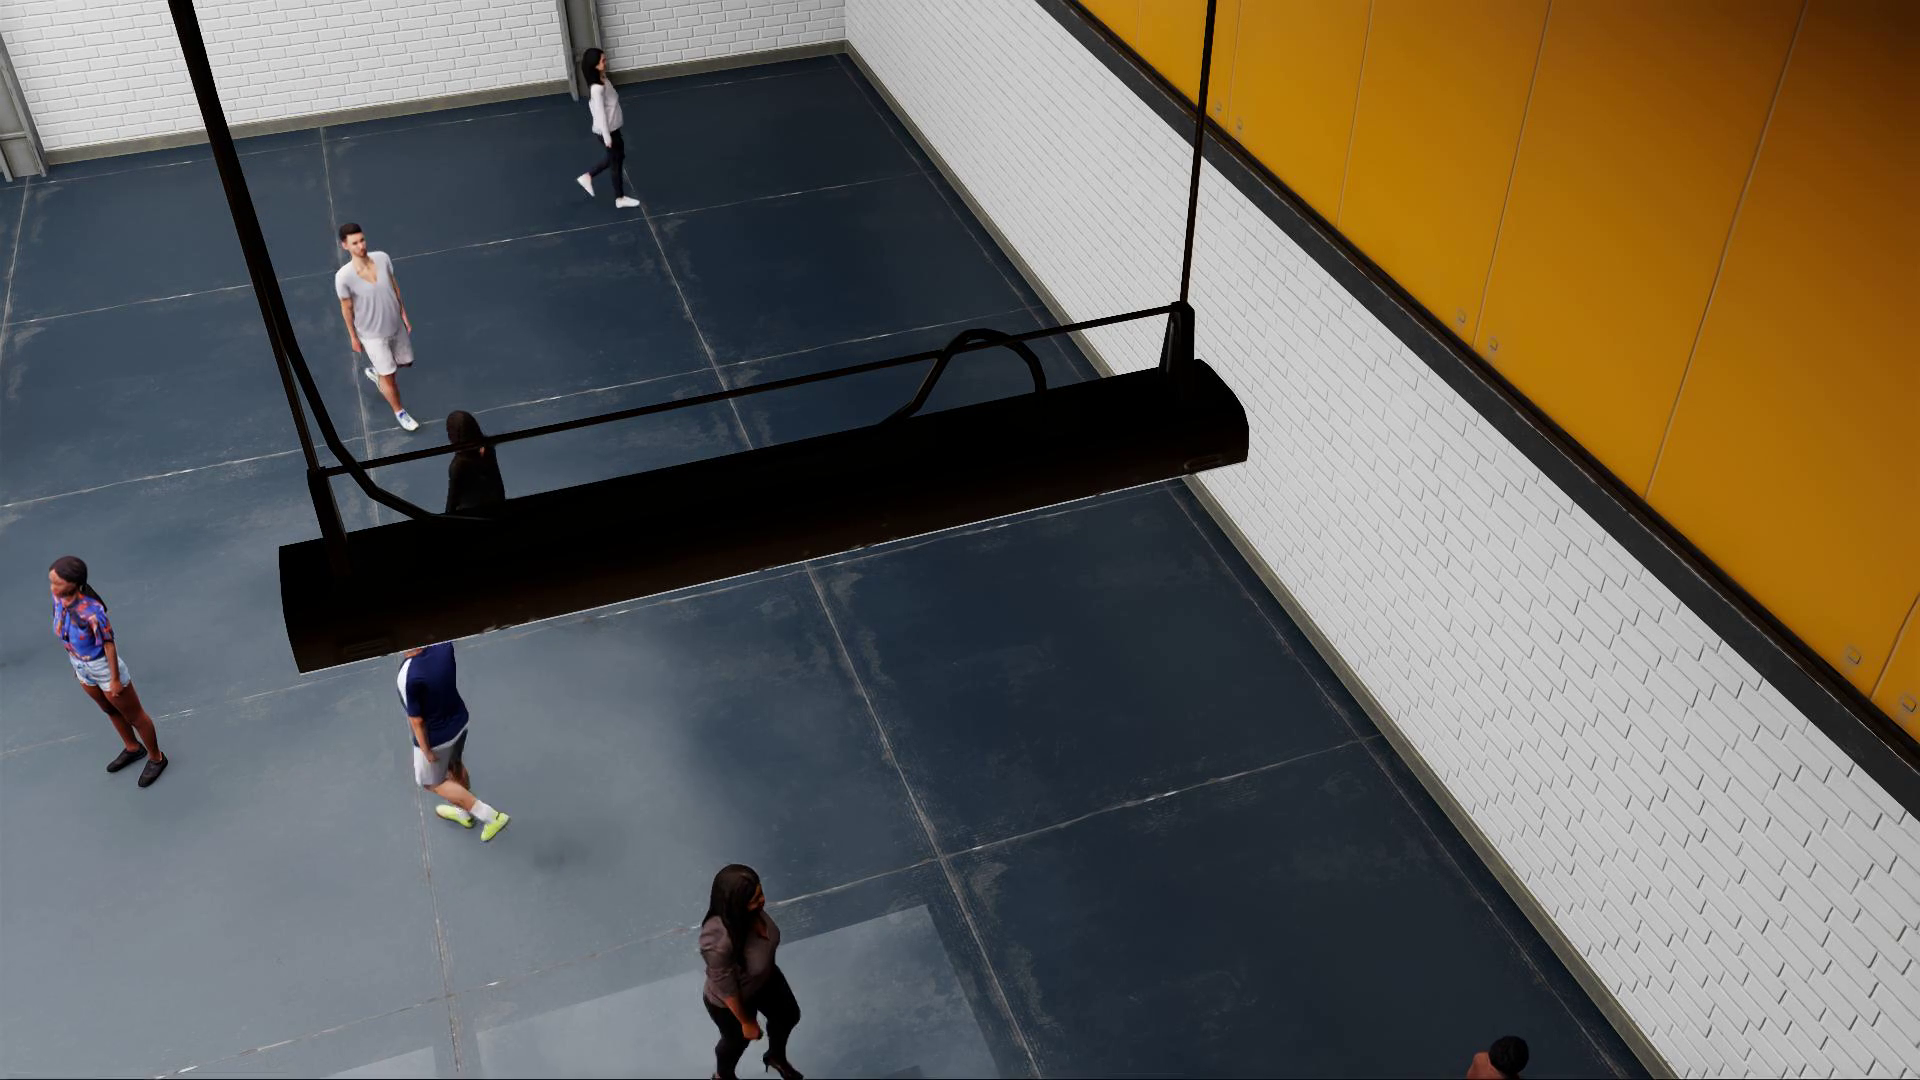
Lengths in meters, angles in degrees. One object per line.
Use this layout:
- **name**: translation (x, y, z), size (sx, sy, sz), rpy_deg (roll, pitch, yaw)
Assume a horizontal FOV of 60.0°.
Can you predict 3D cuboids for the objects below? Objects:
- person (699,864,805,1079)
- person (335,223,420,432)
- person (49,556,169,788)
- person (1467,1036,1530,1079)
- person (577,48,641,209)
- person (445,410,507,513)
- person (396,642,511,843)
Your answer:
- **person**: translation (-1.216, 2.295, 8.522), size (0.870, 1.821, 0.813), rpy_deg (12, 40, 15)
- **person**: translation (-4.802, -1.780, 13.607), size (1.025, 1.843, 1.015), rpy_deg (26, 45, 29)
- **person**: translation (-5.384, 0.814, 10.445), size (0.664, 1.735, 0.719), rpy_deg (17, 42, 20)
- **person**: translation (2.628, 2.869, 8.258), size (0.518, 1.254, 0.553), rpy_deg (-21, 43, -24)
- **person**: translation (-3.605, -4.096, 16.634), size (0.926, 1.686, 0.757), rpy_deg (-2, 39, -3)
- **person**: translation (-3.316, -0.163, 11.771), size (1.070, 1.607, 1.025), rpy_deg (17, 42, 20)
- **person**: translation (-3.048, 1.139, 9.972), size (0.998, 1.819, 0.910), rpy_deg (11, 40, 14)
